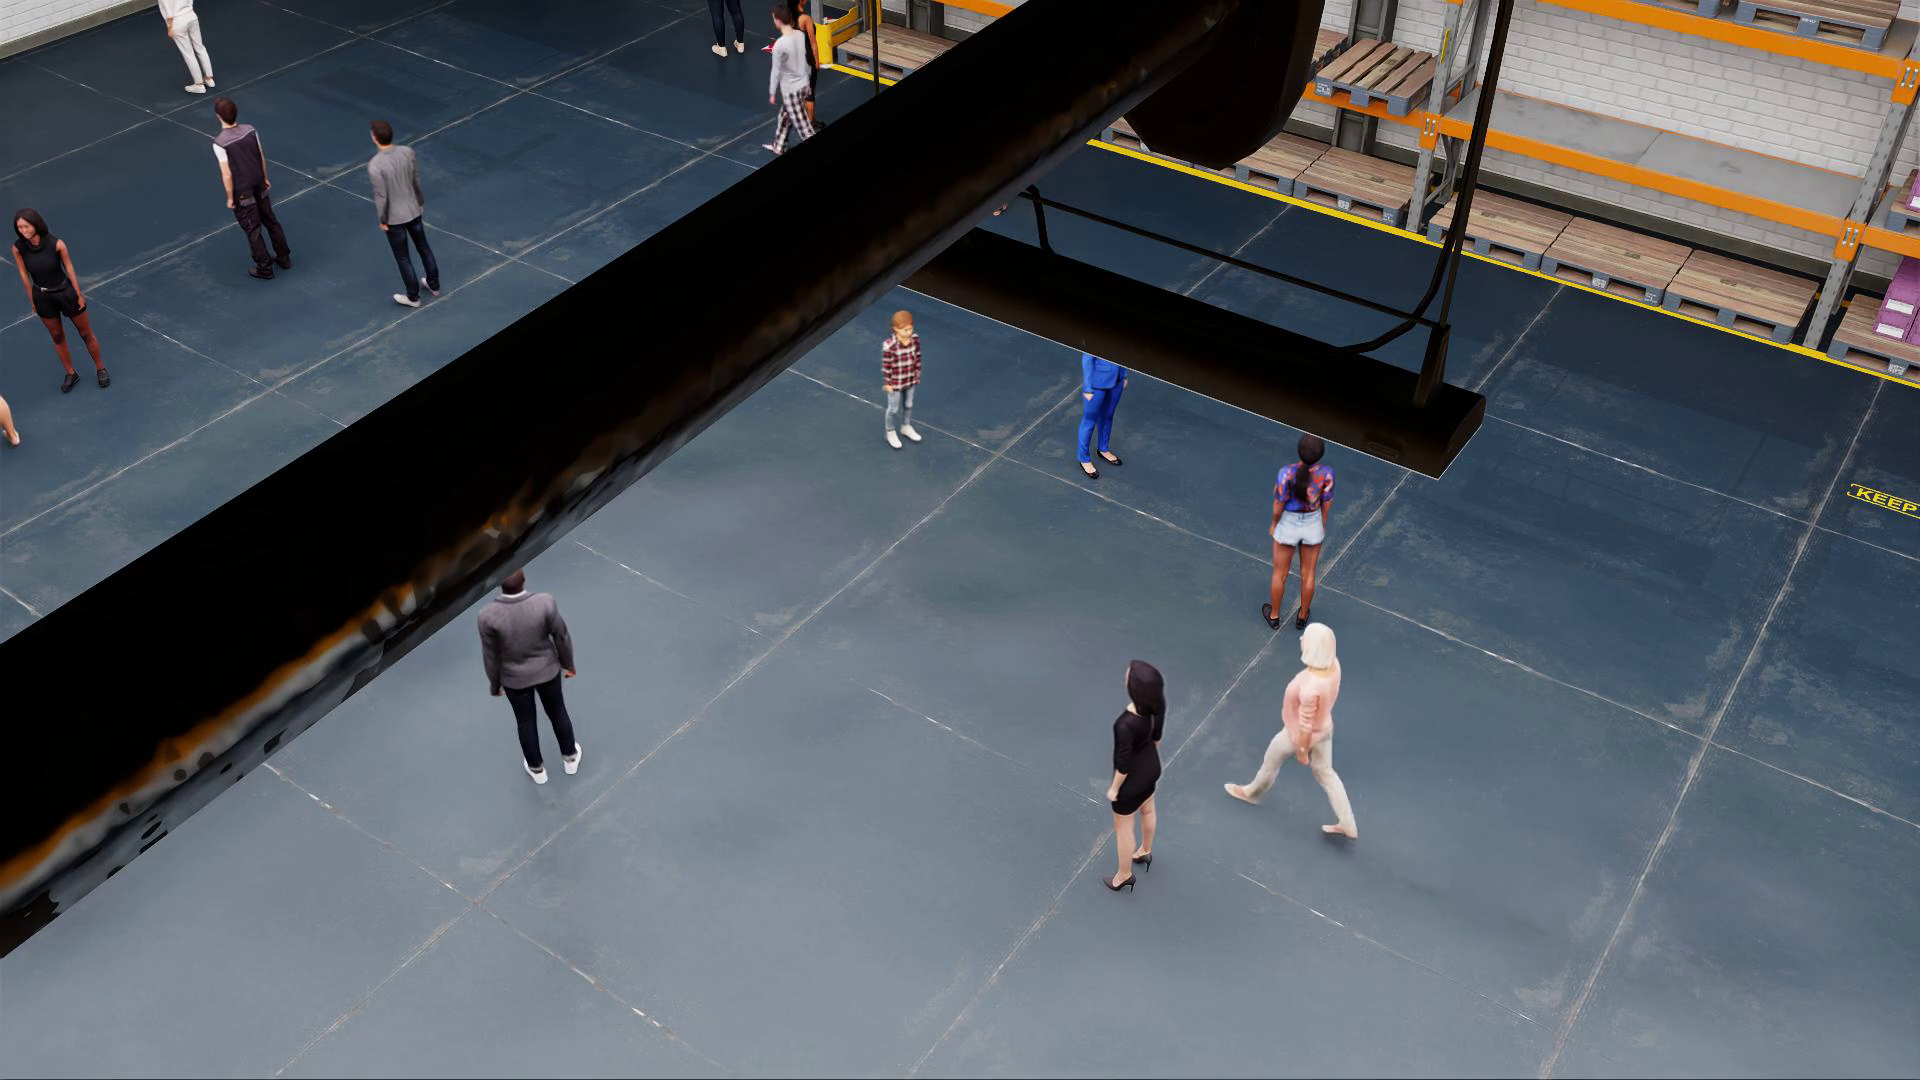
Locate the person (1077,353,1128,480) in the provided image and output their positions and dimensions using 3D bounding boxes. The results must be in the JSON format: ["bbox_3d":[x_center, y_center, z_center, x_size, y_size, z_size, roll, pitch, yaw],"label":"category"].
[{"bbox_3d":[1.172,-1.319,13.722,0.669,1.701,0.630,-28,46,-30],"label":"person"}]

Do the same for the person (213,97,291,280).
[{"bbox_3d":[-6.958,-3.446,16.267,0.576,1.848,0.657,20,43,24],"label":"person"}]

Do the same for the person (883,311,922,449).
[{"bbox_3d":[-0.502,-1.388,14.128,0.582,1.302,0.585,-22,44,-25],"label":"person"}]

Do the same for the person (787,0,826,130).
[{"bbox_3d":[-1.799,-5.514,19.009,0.467,1.656,0.654,28,46,31],"label":"person"}]

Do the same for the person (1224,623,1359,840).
[{"bbox_3d":[2.284,1.244,10.532,1.149,1.676,0.599,23,44,26],"label":"person"}]

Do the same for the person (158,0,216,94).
[{"bbox_3d":[-9.263,-6.182,19.820,0.623,1.689,0.652,13,40,15],"label":"person"}]

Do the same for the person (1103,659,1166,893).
[{"bbox_3d":[1.070,1.453,10.168,0.523,1.803,0.625,29,47,31],"label":"person"}]

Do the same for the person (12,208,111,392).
[{"bbox_3d":[-7.975,-2.128,14.703,0.664,1.740,0.708,-9,39,-11],"label":"person"}]

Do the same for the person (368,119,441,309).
[{"bbox_3d":[-5.316,-3.119,15.836,0.578,1.874,0.670,23,44,26],"label":"person"}]

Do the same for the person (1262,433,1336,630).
[{"bbox_3d":[2.470,-0.069,12.124,0.622,1.741,0.727,2,39,3],"label":"person"}]

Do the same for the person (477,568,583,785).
[{"bbox_3d":[-2.809,0.873,10.885,0.806,1.816,0.809,-13,40,-15],"label":"person"}]

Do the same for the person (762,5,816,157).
[{"bbox_3d":[-1.737,-4.847,18.068,1.192,1.790,0.681,22,44,25],"label":"person"}]

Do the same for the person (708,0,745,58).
[{"bbox_3d":[-2.951,-6.943,20.677,0.735,1.809,0.750,-19,42,-22],"label":"person"}]
